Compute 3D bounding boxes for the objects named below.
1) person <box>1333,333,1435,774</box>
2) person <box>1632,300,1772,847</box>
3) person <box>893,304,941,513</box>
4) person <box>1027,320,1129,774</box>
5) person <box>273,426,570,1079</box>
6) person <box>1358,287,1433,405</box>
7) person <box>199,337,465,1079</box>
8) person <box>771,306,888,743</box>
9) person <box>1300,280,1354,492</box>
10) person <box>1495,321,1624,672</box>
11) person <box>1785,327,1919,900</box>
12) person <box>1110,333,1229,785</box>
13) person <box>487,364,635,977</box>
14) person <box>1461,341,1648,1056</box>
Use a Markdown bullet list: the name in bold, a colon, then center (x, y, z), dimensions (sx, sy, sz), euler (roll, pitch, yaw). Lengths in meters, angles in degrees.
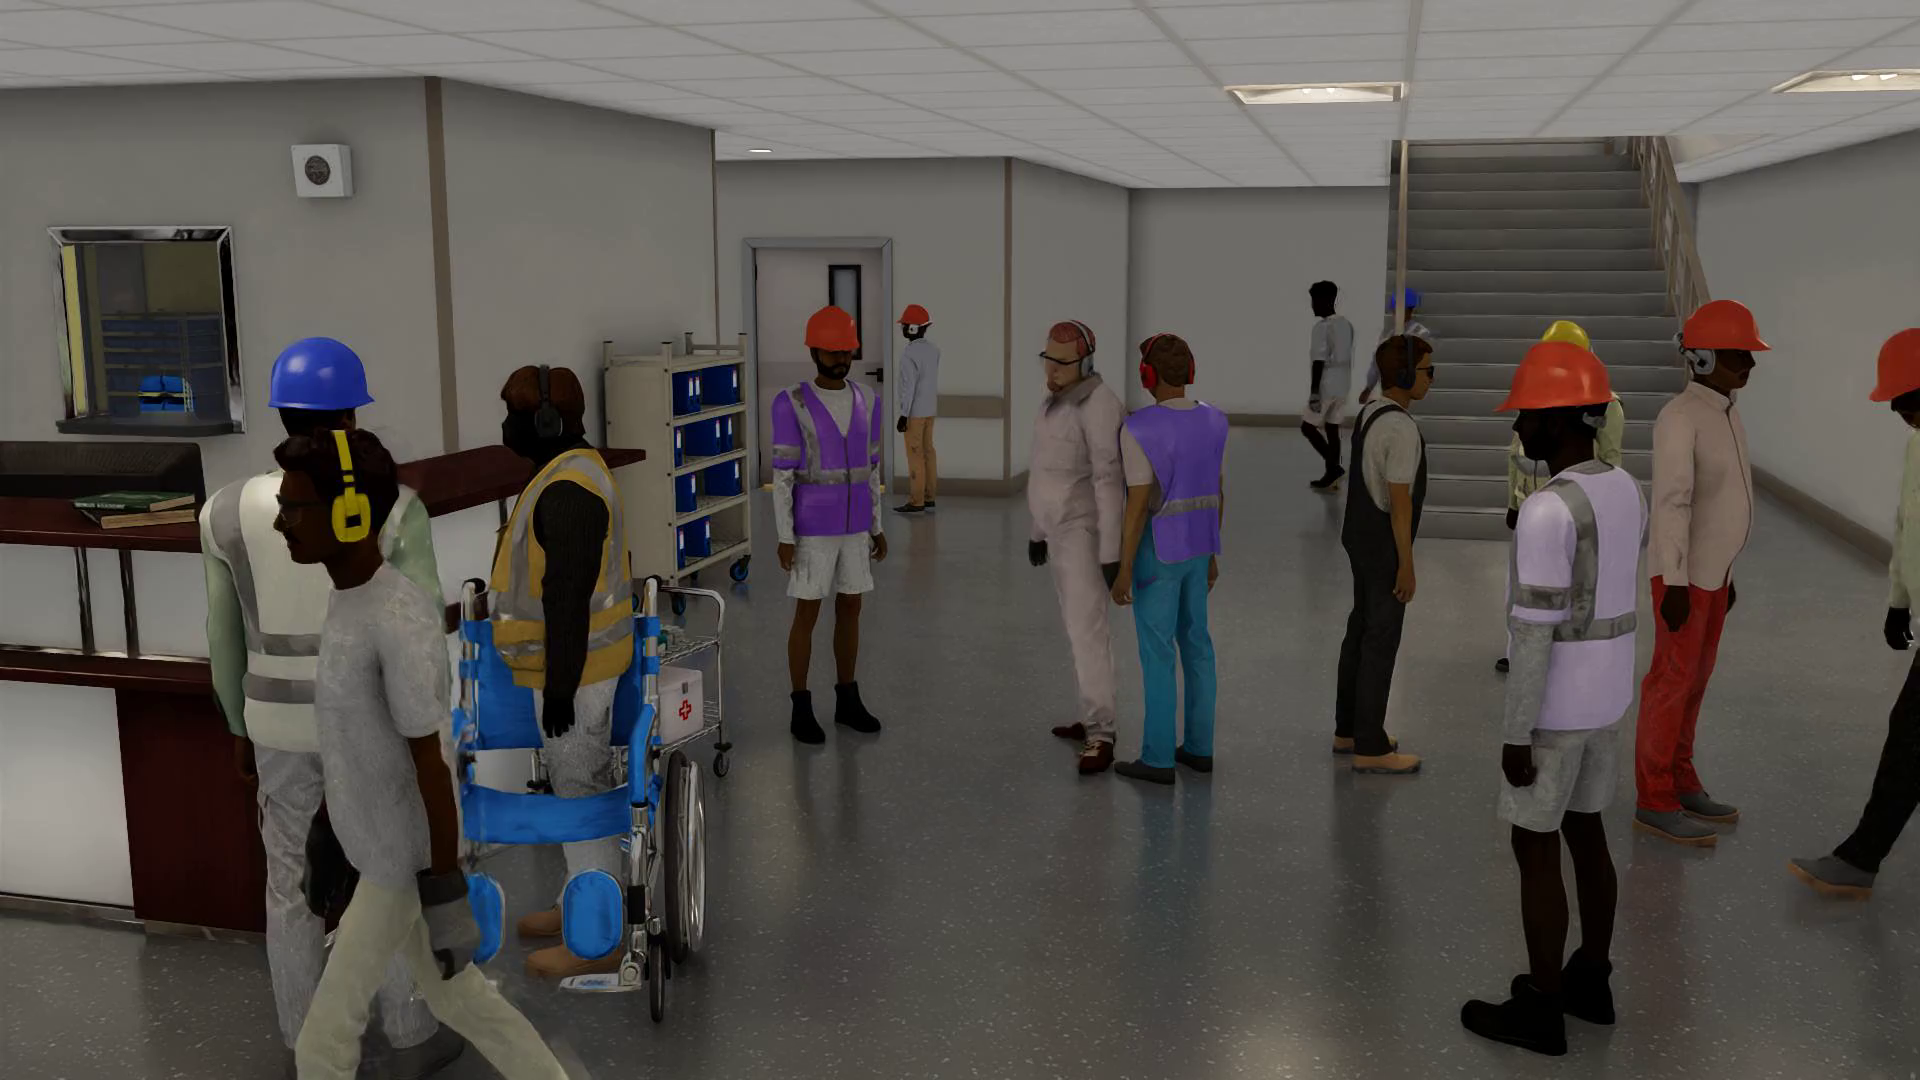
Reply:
- **person**: center (1.787, 0.058, 6.982), dimensions (0.350, 1.837, 0.503), euler (-1, 10, -4)
- **person**: center (2.741, 0.114, 6.172), dimensions (0.381, 1.994, 0.619), euler (8, 12, 39)
- **person**: center (-0.373, -1.106, 14.055), dimensions (0.321, 1.755, 0.566), euler (4, 11, 24)
- **person**: center (0.504, 0.005, 7.151), dimensions (0.446, 1.887, 0.771), euler (-3, 10, -16)
- **person**: center (-1.199, 0.659, 3.505), dimensions (0.990, 1.823, 0.553), euler (-5, 11, -29)
- **person**: center (4.096, -1.381, 15.319), dimensions (1.039, 1.897, 0.616), euler (-3, 10, -19)
- **person**: center (-1.595, 0.461, 4.263), dimensions (0.604, 1.949, 0.389), euler (0, 10, 2)
- **person**: center (-0.561, -0.069, 7.420), dimensions (0.552, 1.935, 0.366), euler (-7, 12, -34)
- **person**: center (3.383, -1.397, 15.216), dimensions (0.672, 1.950, 0.414), euler (-9, 13, -43)
- **person**: center (3.032, -0.192, 8.456), dimensions (0.404, 1.831, 0.600), euler (-7, 12, -36)
- **person**: center (3.244, 0.256, 5.578), dimensions (0.992, 1.901, 0.710), euler (2, 10, 10)
- **person**: center (0.873, 0.083, 6.812), dimensions (0.569, 1.839, 0.374), euler (-8, 12, -38)
- **person**: center (-1.207, 0.387, 5.059), dimensions (0.429, 1.837, 0.626), euler (-3, 10, -15)
- **person**: center (1.611, 0.429, 4.526), dimensions (0.550, 1.928, 0.389), euler (-9, 13, -43)
